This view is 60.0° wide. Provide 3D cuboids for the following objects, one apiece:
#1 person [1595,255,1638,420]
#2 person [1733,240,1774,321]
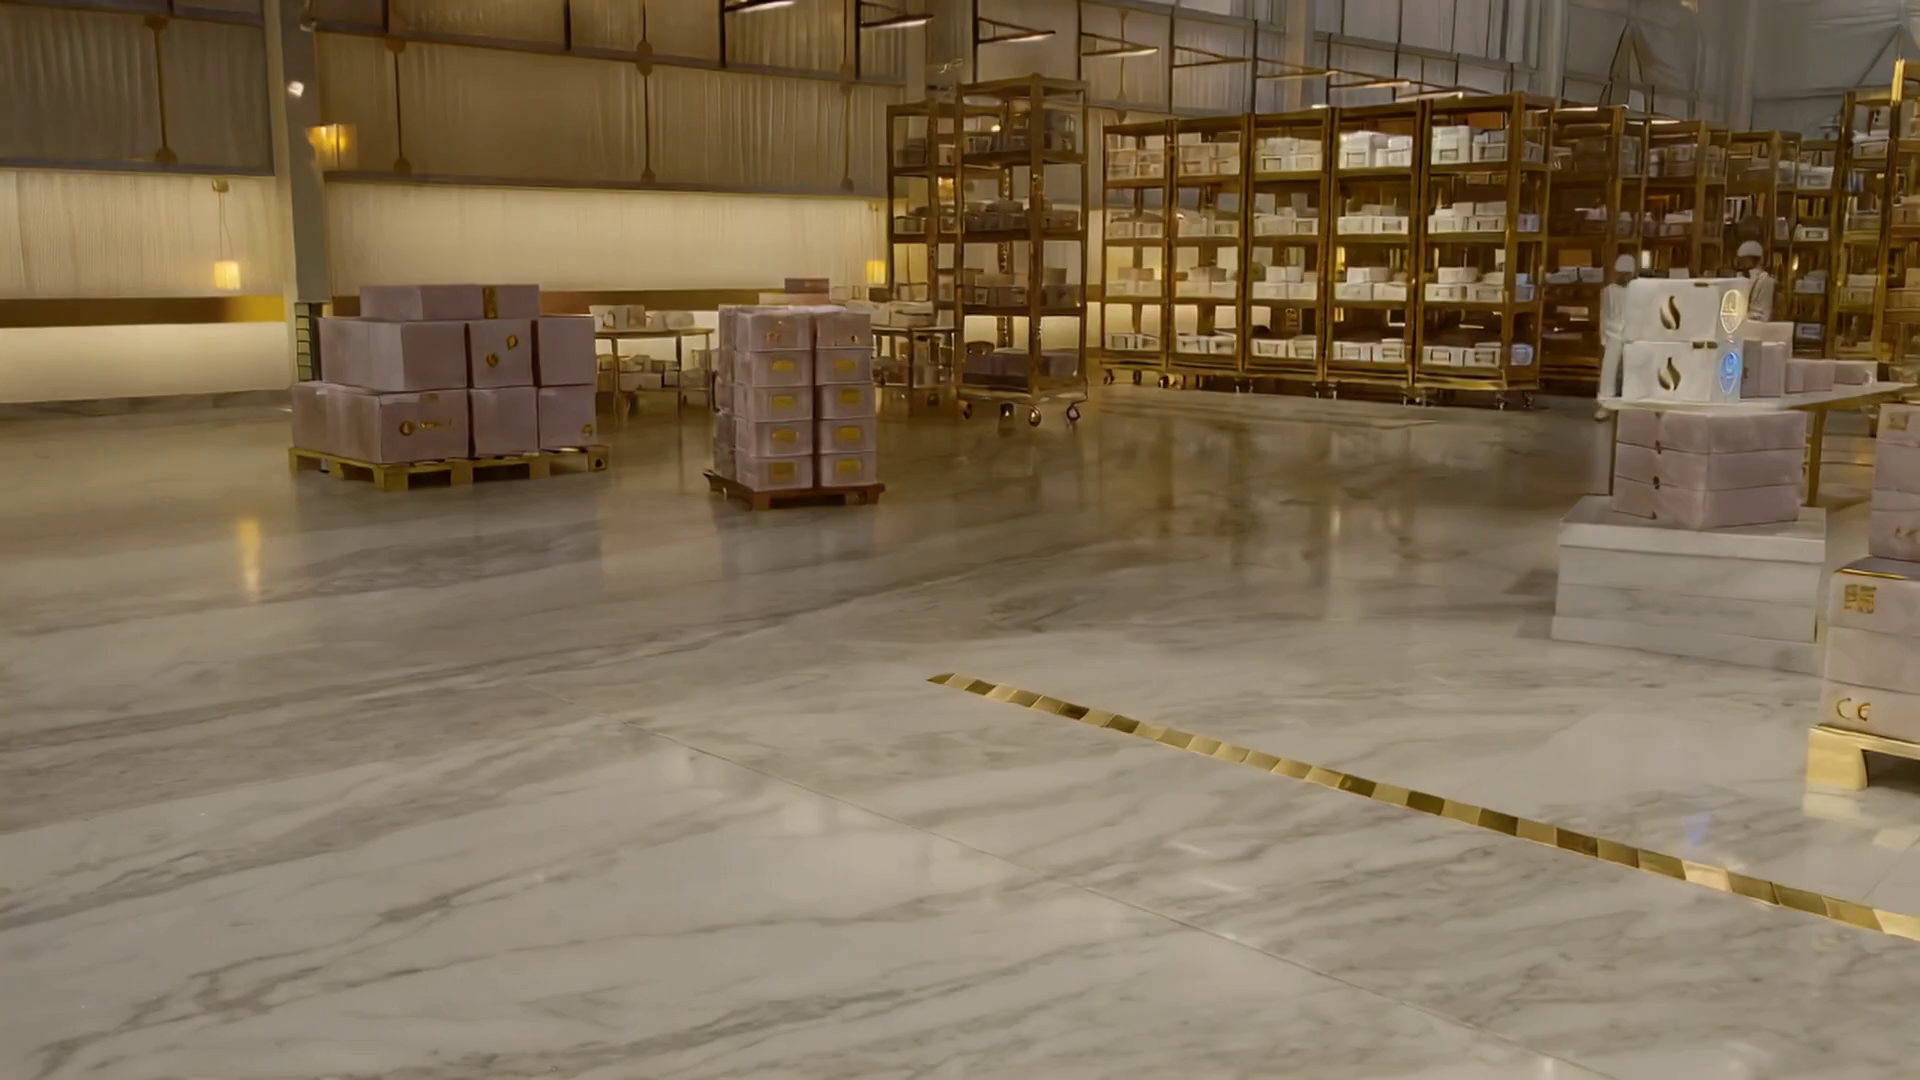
[{"bbox_3d":[7.263,-2.207,18.180,0.586,1.787,0.934,7,12,35],"label":"person"},{"bbox_3d":[8.771,-2.354,18.556,0.377,1.950,0.612,-2,10,-14],"label":"person"}]
